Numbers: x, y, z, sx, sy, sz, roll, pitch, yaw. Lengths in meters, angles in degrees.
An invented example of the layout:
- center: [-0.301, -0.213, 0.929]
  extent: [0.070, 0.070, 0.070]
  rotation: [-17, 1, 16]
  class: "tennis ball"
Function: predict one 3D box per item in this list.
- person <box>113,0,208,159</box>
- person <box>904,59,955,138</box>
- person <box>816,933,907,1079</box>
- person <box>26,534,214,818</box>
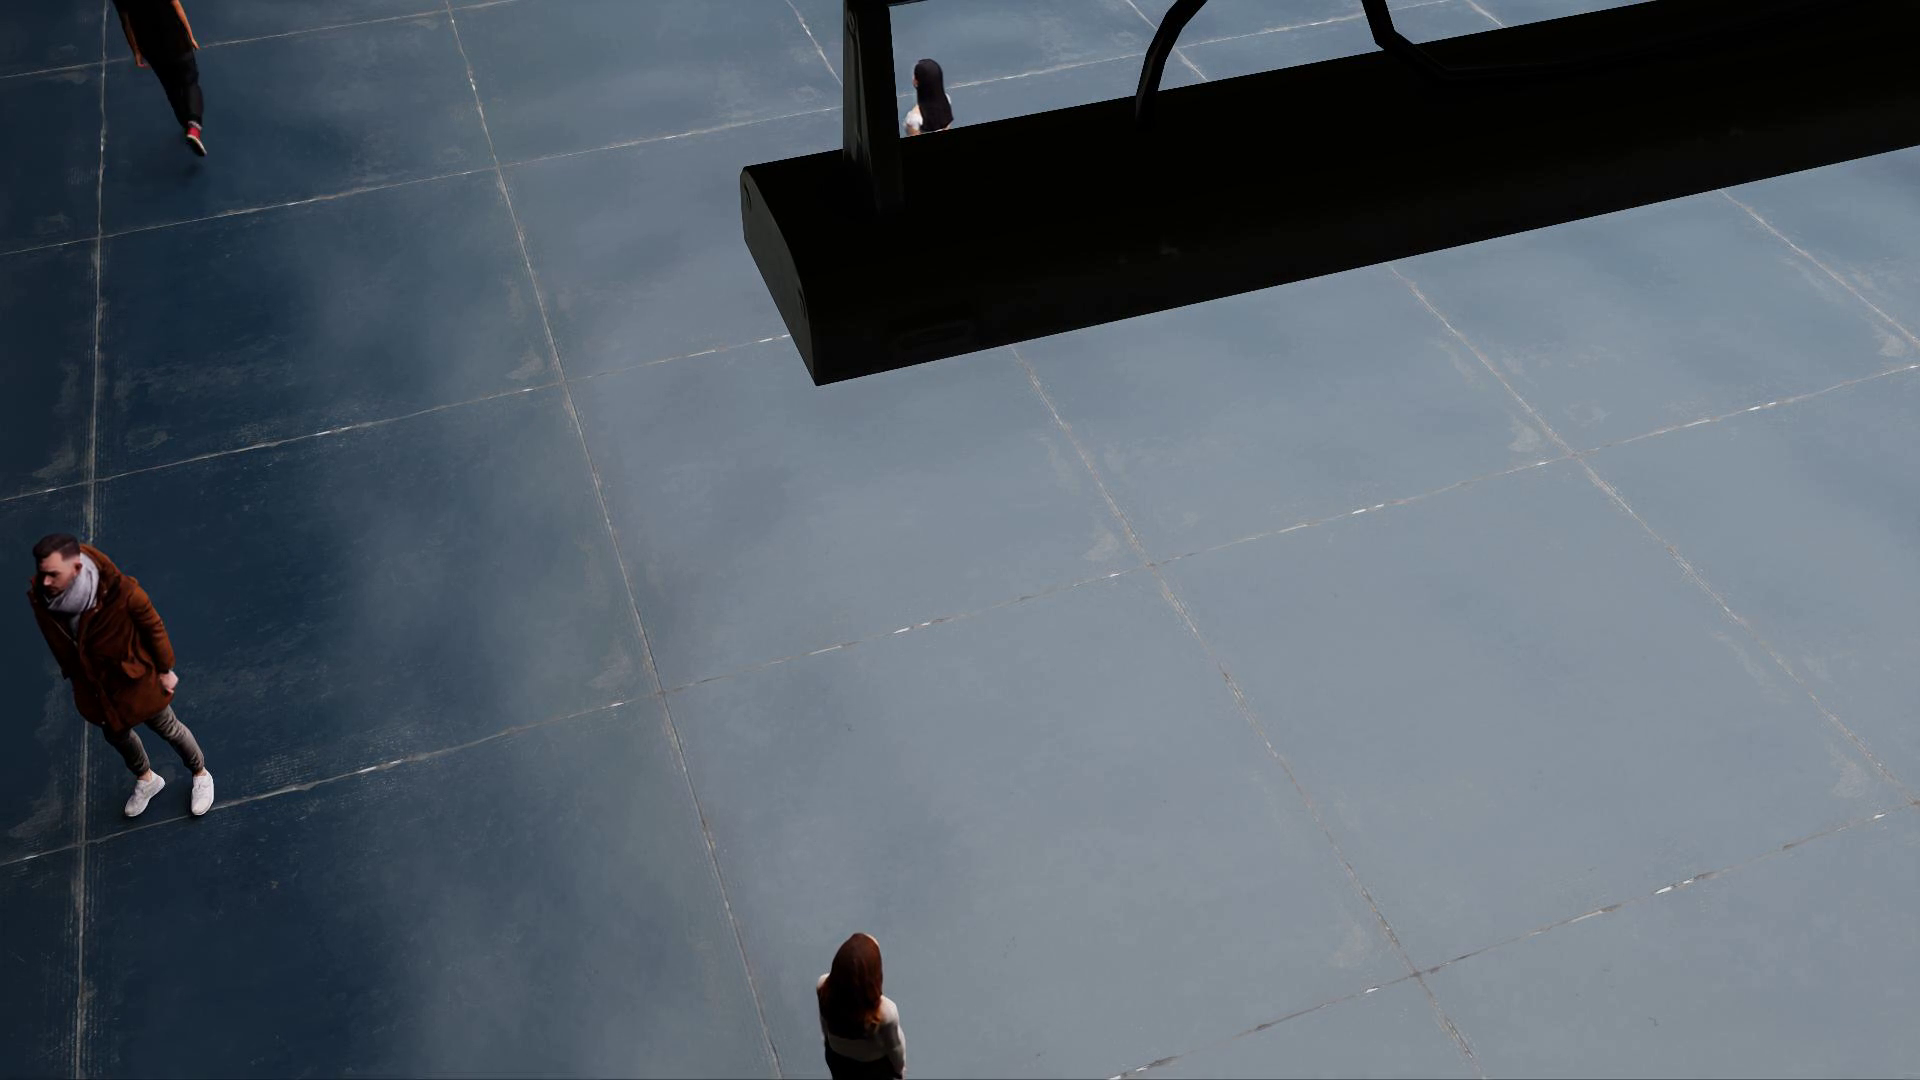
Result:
- center: [-6.205, -3.826, 12.976]
  extent: [0.705, 1.737, 1.040]
  rotation: [-10, 44, -10]
  class: "person"
- center: [-0.212, -2.510, 11.539]
  extent: [0.794, 1.775, 0.764]
  rotation: [30, 51, 28]
  class: "person"
- center: [-0.416, 2.106, 6.809]
  extent: [0.597, 1.483, 0.651]
  rotation: [16, 45, 16]
  class: "person"
- center: [-4.093, 0.664, 8.094]
  extent: [0.802, 1.837, 0.811]
  rotation: [-1, 43, -1]
  class: "person"
